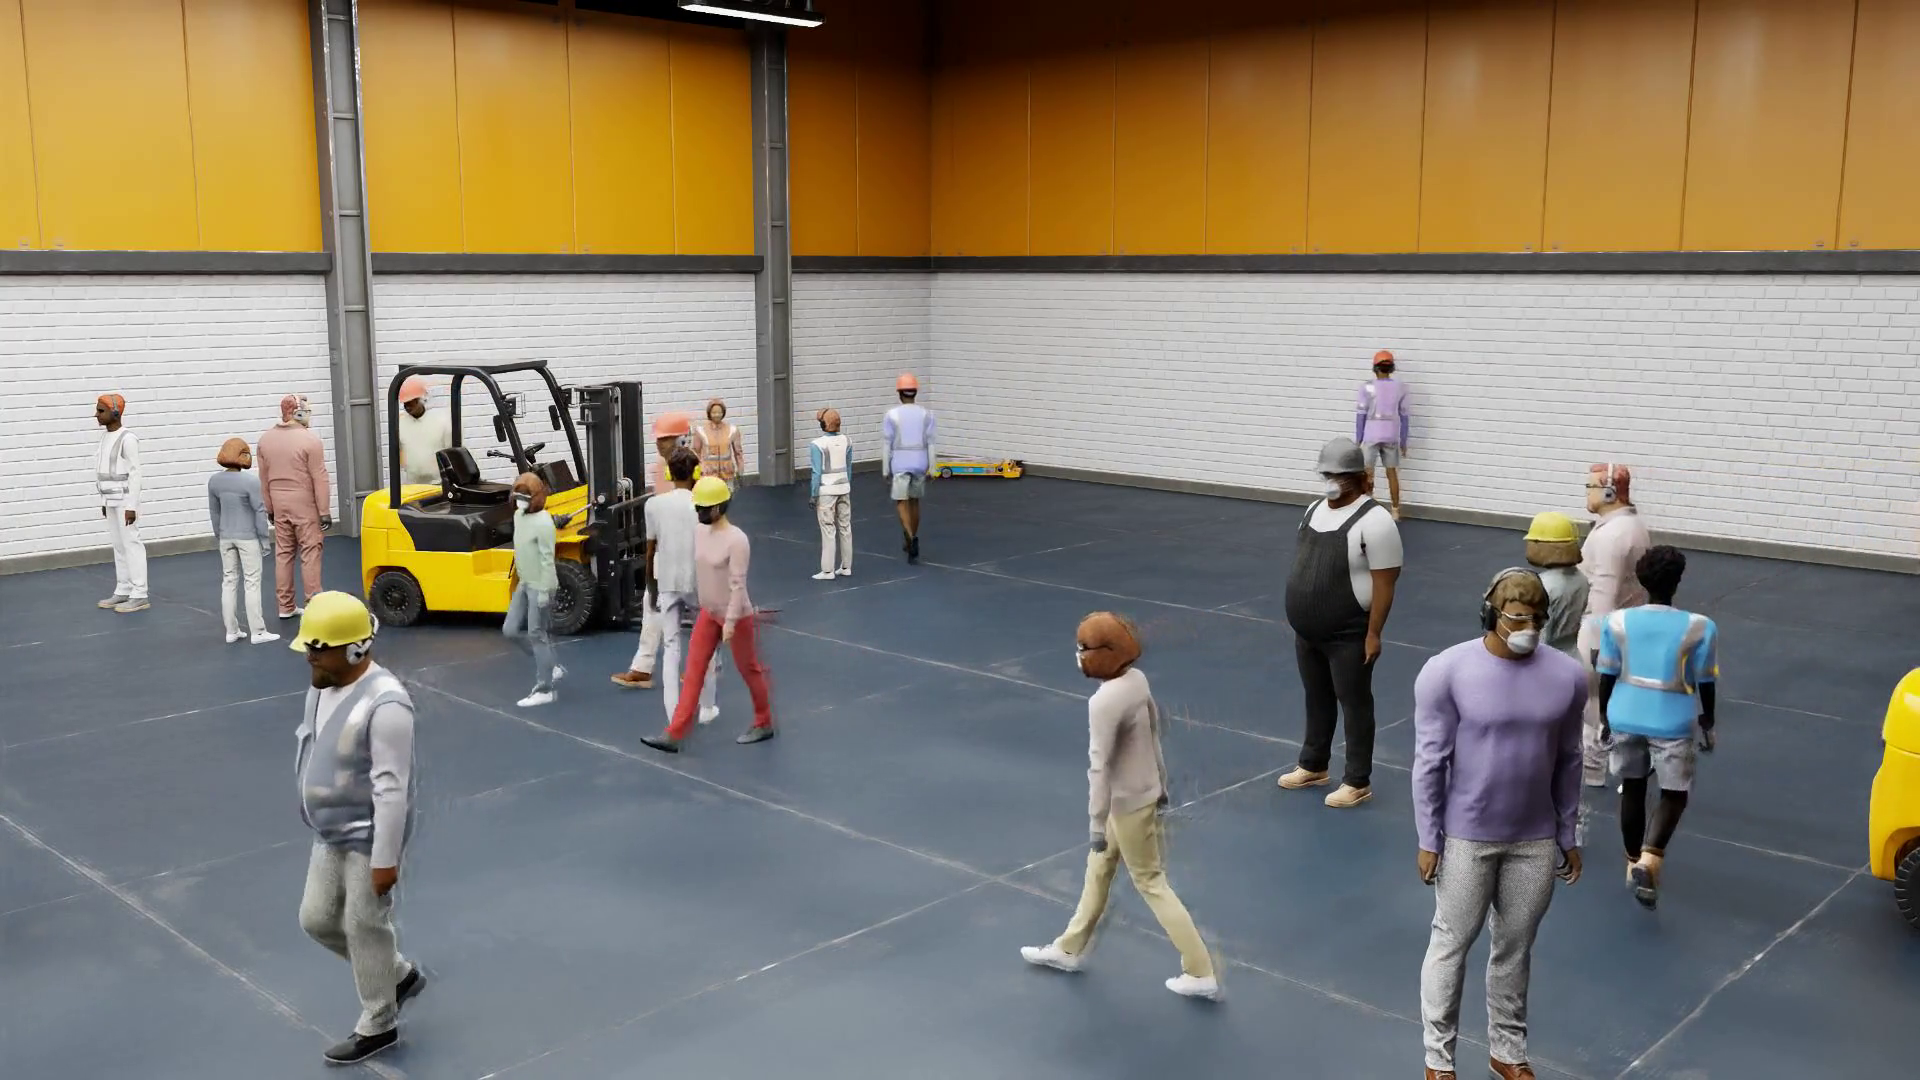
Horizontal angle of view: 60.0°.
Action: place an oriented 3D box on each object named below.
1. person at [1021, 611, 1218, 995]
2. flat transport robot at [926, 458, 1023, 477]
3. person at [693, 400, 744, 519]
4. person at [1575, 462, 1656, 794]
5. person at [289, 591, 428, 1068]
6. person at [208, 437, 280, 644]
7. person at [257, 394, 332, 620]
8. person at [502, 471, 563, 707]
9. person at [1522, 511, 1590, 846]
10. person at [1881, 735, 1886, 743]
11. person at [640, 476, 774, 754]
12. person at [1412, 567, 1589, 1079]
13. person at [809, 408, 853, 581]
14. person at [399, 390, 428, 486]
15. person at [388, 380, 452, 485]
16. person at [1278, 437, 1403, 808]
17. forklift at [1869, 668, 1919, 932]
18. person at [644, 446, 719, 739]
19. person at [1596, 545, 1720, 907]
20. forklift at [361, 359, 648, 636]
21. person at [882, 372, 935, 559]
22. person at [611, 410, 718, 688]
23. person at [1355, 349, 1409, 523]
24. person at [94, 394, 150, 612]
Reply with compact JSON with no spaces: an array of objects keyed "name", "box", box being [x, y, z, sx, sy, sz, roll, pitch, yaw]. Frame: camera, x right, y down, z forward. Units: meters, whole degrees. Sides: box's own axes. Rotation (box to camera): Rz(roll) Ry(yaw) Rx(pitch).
[{"name":"person","box":[0.690,1.065,6.785,0.854,1.576,0.557,4,10,21]},{"name":"flat transport robot","box":[0.162,-1.036,23.677,1.431,0.197,0.652,1,9,6]},{"name":"person","box":[-2.540,-0.679,17.416,0.524,1.610,0.801,-3,10,-19]},{"name":"person","box":[3.643,0.504,9.297,0.528,1.891,0.648,6,11,33]},{"name":"person","box":[-2.217,1.062,6.103,0.609,1.809,0.432,9,13,44]},{"name":"person","box":[-5.664,0.007,13.115,0.499,1.633,0.286,3,10,15]},{"name":"person","box":[-5.546,-0.269,13.983,0.648,1.904,0.401,3,10,19]},{"name":"person","box":[-2.889,0.330,11.170,0.351,1.610,0.533,-7,11,-36]},{"name":"person","box":[2.973,0.699,8.611,0.503,1.720,0.679,-7,11,-35]},{"name":"person","box":[6.102,0.400,9.970,0.979,1.882,0.603,2,9,10]},{"name":"person","box":[-1.489,0.461,10.079,0.537,1.702,0.937,9,13,43]},{"name":"person","box":[1.890,1.042,5.840,0.627,1.938,0.372,-1,9,-8]},{"name":"person","box":[-1.219,-0.433,15.787,0.312,1.642,0.512,8,12,42]},{"name":"person","box":[-5.854,-0.818,18.001,0.534,1.691,0.318,3,10,15]},{"name":"person","box":[-4.964,-0.528,15.449,0.646,1.928,1.024,0,9,3]},{"name":"person","box":[2.053,0.443,9.196,0.539,2.000,0.689,-5,11,-29]},{"name":"forklift","box":[5.205,0.723,7.013,2.313,2.155,1.214,9,13,43]},{"name":"person","box":[-1.750,0.324,10.574,0.510,1.835,0.602,0,9,0]},{"name":"person","box":[3.196,0.862,7.710,0.530,1.679,0.652,7,11,36]},{"name":"forklift","box":[-3.850,-0.407,13.936,2.313,2.155,1.214,2,9,11]},{"name":"person","box":[-0.508,-0.747,16.942,0.543,1.905,0.836,-2,10,-14]},{"name":"person","box":[-2.059,0.086,11.587,0.629,1.962,0.917,9,13,44]},{"name":"person","box":[4.870,-1.197,19.290,0.613,2.039,0.395,-1,9,-7]},{"name":"person","box":[-7.260,-0.321,14.363,0.572,1.883,0.356,8,12,40]}]
